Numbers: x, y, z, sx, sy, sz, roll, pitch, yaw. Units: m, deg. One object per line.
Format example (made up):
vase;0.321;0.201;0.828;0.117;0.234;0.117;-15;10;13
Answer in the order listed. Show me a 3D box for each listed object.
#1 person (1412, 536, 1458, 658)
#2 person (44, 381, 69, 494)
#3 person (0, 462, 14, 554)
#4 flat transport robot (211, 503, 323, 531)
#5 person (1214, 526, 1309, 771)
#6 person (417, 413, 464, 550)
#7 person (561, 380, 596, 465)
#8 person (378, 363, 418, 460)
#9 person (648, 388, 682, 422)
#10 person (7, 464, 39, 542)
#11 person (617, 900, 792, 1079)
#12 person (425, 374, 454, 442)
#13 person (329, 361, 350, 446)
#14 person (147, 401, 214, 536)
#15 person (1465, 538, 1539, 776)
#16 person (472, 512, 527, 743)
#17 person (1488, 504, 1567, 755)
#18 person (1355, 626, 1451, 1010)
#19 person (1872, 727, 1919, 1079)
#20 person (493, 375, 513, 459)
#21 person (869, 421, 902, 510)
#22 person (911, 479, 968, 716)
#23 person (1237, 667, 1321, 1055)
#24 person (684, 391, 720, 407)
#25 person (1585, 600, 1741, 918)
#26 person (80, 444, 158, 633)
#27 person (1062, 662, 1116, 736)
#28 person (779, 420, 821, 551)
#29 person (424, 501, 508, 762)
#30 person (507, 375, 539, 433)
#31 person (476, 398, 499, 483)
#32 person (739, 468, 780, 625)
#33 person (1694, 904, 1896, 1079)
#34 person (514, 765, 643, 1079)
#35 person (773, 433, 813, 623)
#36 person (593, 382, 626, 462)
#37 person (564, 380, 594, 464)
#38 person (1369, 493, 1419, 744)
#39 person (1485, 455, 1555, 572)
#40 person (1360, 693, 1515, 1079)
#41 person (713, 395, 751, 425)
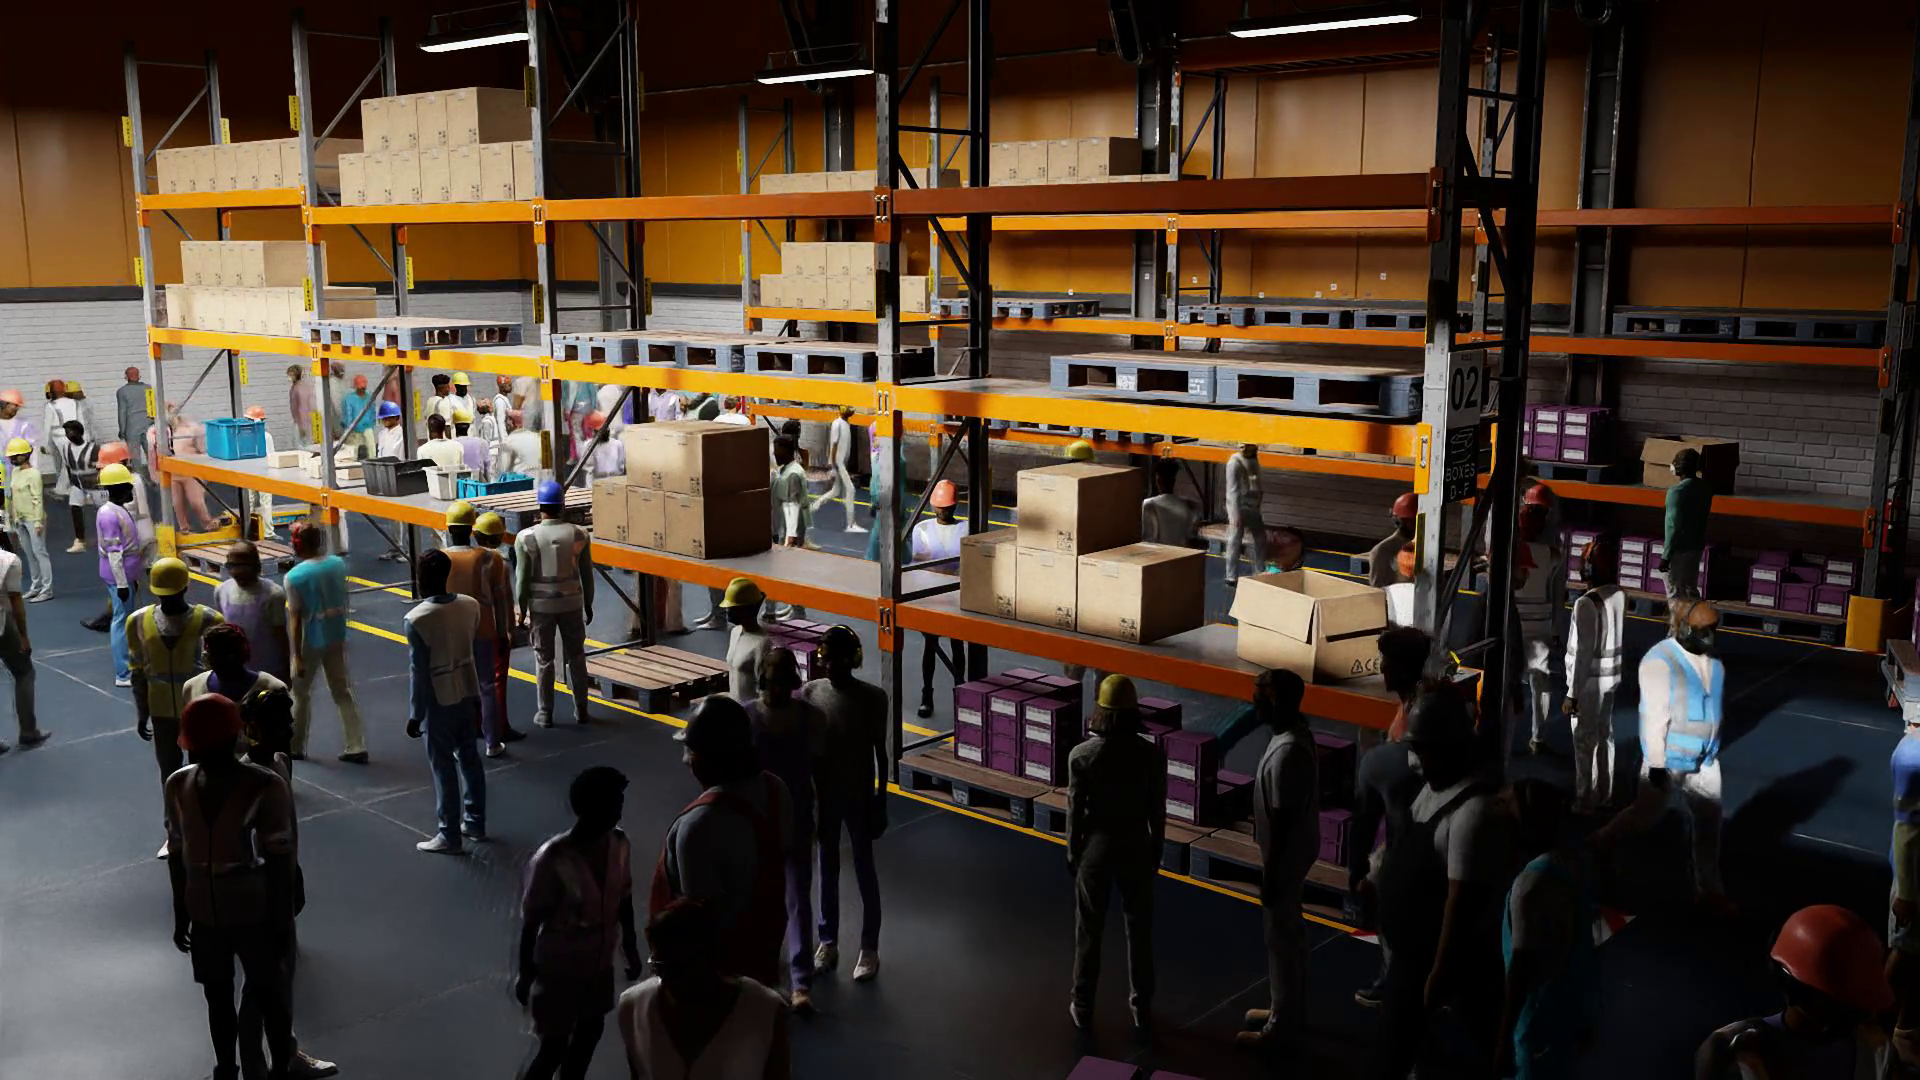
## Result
person;3.296;0.821;11.866;0.573;1.746;0.345;-9;14;-43
person;-13.759;-1.560;25.390;0.486;1.737;0.319;5;11;24
person;-10.909;-0.348;18.665;0.530;1.689;0.322;2;10;11
flat transport robot;-9.329;-0.317;22.484;1.431;0.197;0.652;-8;13;-38
person;2.133;0.819;11.514;0.899;1.885;0.587;3;11;18
person;-5.782;-0.455;18.610;0.379;1.917;0.591;7;12;36
person;-6.586;-2.285;28.742;0.612;1.995;0.378;1;10;5
person;-9.524;-2.041;27.742;0.986;1.854;0.652;-3;11;-18
person;-4.420;-1.542;24.698;0.602;1.938;0.401;1;10;8
person;-12.178;-0.805;21.454;0.557;1.600;0.700;-3;10;-17
person;-0.764;1.960;5.241;0.591;1.816;0.655;2;10;10
person;-7.430;-1.406;23.849;0.362;1.963;0.613;-9;13;-42
person;-10.410;-2.063;27.860;0.438;1.867;0.702;-3;10;-17
person;-9.792;-0.825;20.860;0.692;1.863;0.471;-2;10;-13
person;3.382;0.964;10.410;0.445;1.985;0.647;6;12;29
person;-3.579;0.663;12.722;0.532;1.767;0.325;6;12;32
person;4.188;0.668;12.359;0.572;1.883;0.358;1;10;5
person;2.249;1.387;8.185;0.613;1.927;0.625;6;12;31
person;4.340;1.474;7.356;0.615;2.038;0.395;-7;12;-36
person;-6.788;-1.523;24.781;0.351;1.878;0.568;-2;10;-11
person;-0.905;-0.906;21.159;0.390;1.923;0.550;8;13;36
person;-0.116;0.468;13.346;0.550;1.933;0.375;0;10;0
person;1.512;1.494;7.818;0.346;1.840;0.502;4;11;20
person;-3.924;-1.672;25.156;0.612;2.041;0.396;4;11;22
person;4.088;1.200;9.587;0.611;1.804;0.877;-5;11;-24
person;-8.159;-0.010;16.197;0.970;1.872;0.601;-1;10;-4
person;1.012;0.636;12.692;0.671;1.834;0.431;-5;11;-25
person;-2.137;-0.651;20.429;0.797;1.667;0.538;-3;10;-14
person;-3.623;0.671;12.218;0.587;1.928;0.362;-3;10;-16
person;-7.326;-2.100;27.563;0.669;2.000;0.689;-1;10;-8
person;-6.729;-1.212;23.704;0.332;1.631;0.516;-2;10;-10
person;-2.050;-0.074;16.553;0.583;1.882;0.338;-8;13;-38
person;2.288;1.967;4.566;0.605;2.043;0.384;-3;10;-15
person;-1.581;1.741;6.890;0.386;1.661;0.590;7;12;34
person;-1.689;-0.127;16.791;0.399;1.909;0.606;-2;10;-13
person;-5.359;-1.713;25.836;0.732;1.897;0.674;3;11;17
person;-6.580;-2.246;28.815;0.433;1.894;0.646;3;10;15
person;3.269;0.629;12.307;0.612;1.985;0.410;-7;12;-33
person;5.290;0.118;15.610;0.678;1.853;0.982;-2;10;-12
person;1.968;1.580;6.755;1.006;2.000;0.735;-1;10;-4
person;-3.012;-1.019;22.039;0.560;1.836;0.394;5;11;25
